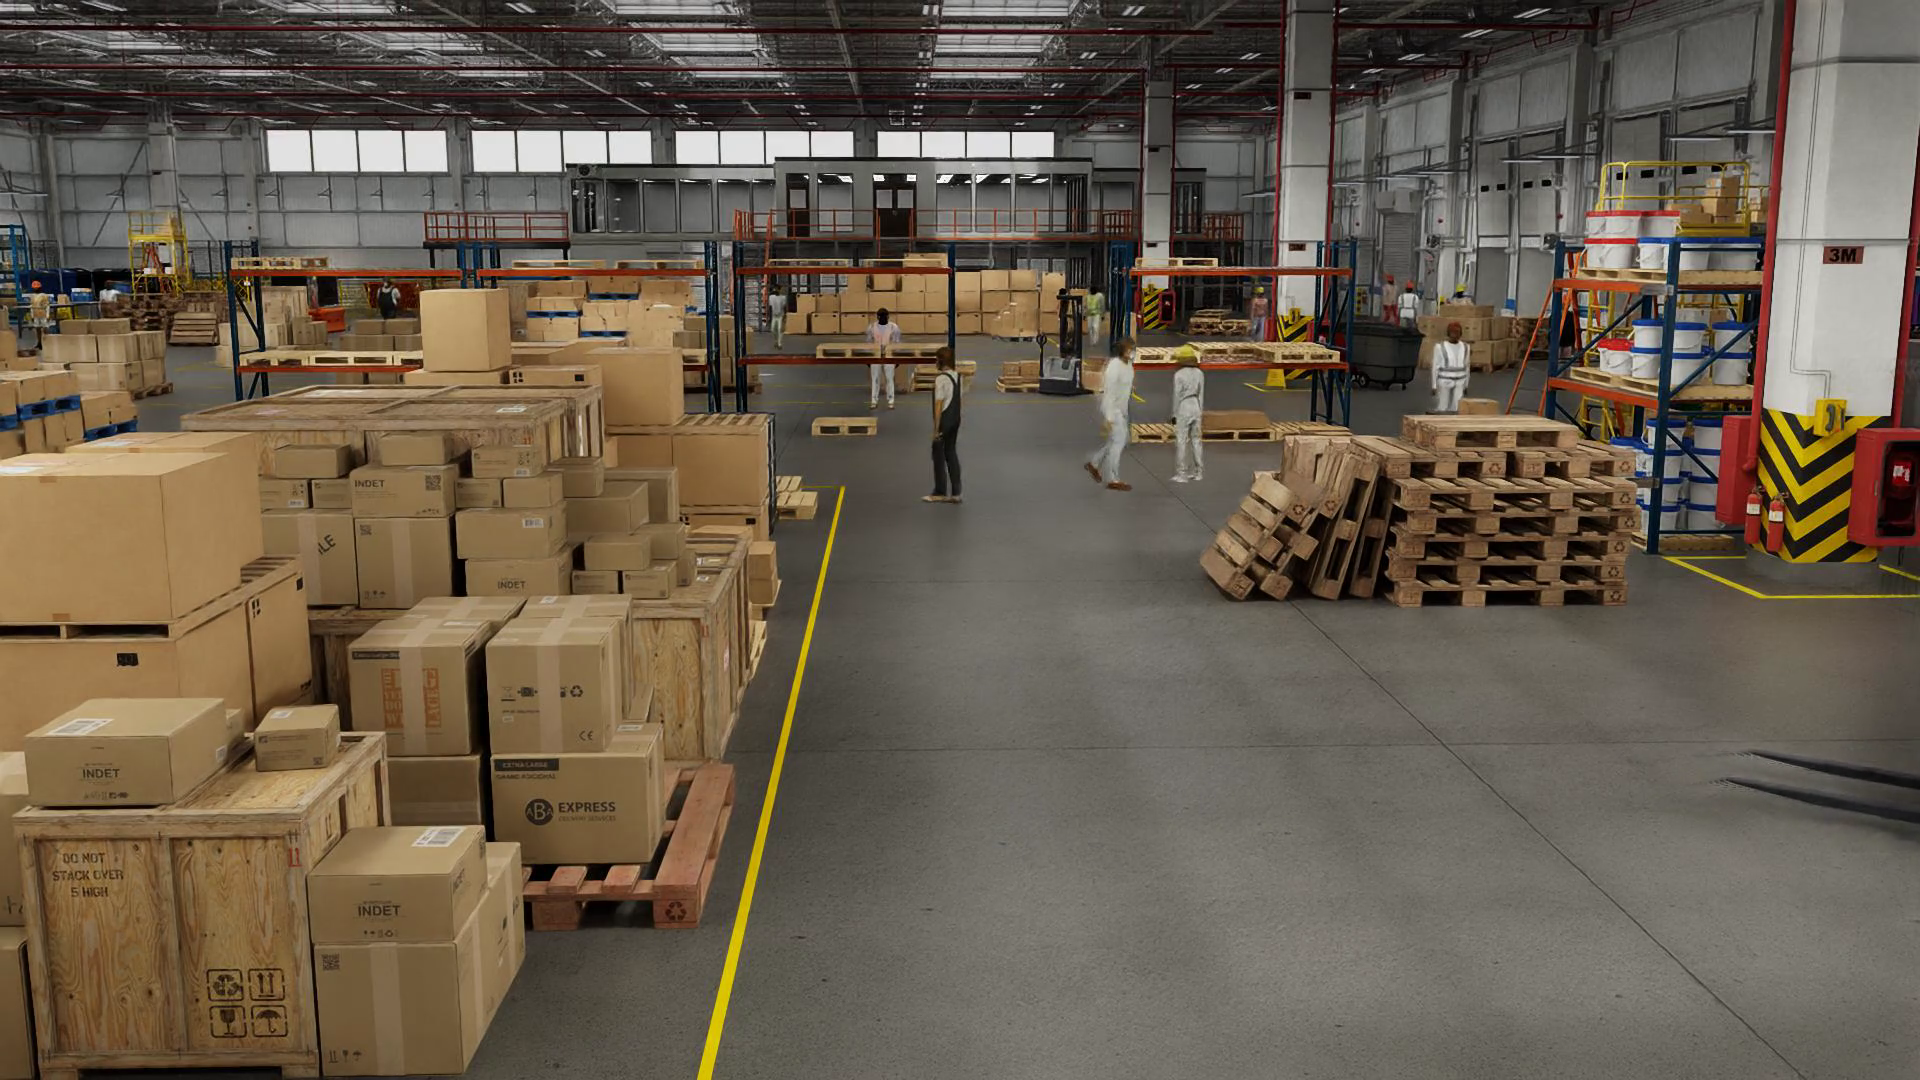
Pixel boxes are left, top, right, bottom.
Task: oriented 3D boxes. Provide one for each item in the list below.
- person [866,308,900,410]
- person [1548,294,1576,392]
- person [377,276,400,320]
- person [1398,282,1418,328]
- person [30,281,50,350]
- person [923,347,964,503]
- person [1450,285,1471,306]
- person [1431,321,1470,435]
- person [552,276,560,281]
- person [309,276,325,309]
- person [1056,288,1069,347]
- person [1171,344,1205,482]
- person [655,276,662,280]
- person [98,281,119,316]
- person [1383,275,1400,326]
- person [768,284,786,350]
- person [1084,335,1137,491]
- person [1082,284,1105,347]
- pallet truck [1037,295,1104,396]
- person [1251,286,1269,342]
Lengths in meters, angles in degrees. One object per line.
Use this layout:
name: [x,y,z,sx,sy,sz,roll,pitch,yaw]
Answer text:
person: [-1.400,-3.281,30.155,0.625,1.843,0.429,1,10,4]
person: [12.153,-3.959,33.560,0.618,1.982,0.405,-3,11,-15]
person: [-17.619,-7.184,51.339,0.687,2.000,0.865,2,10,10]
person: [12.747,-6.385,47.348,0.549,1.893,1.027,2,10,12]
person: [-25.821,-6.295,46.672,0.544,1.939,0.372,1,10,8]
person: [-0.163,-1.319,19.257,0.509,1.834,0.541,7,12,32]
person: [13.471,-5.925,44.758,0.595,1.893,0.941,6,12,29]
person: [7.300,-2.339,24.859,0.577,1.866,0.663,-2,10,-11]
person: [-14.503,-8.678,59.993,0.614,1.924,0.385,7,12,32]
person: [-24.145,-9.030,62.434,0.560,1.739,0.700,-4,11,-21]
person: [2.960,-6.407,47.971,0.318,1.697,0.535,4,11,21]
person: [2.873,-1.605,21.097,0.492,1.740,0.324,-7,13,-36]
person: [-9.960,-7.761,54.919,0.661,1.910,0.527,5,11,24]
person: [-26.262,-7.074,51.322,0.583,1.828,0.996,0,10,0]
person: [14.511,-7.953,55.924,0.701,1.945,0.835,-3,11,-16]
person: [-5.155,-6.273,46.795,0.566,1.853,0.441,1,10,6]
person: [1.855,-1.557,20.380,0.650,1.914,0.645,5,11,25]
person: [3.833,-6.472,48.000,0.619,1.824,0.652,7,12,32]
pallet truck: [2.483,-3.881,33.060,1.885,1.965,0.823,-7,13,-36]
person: [8.682,-6.483,48.250,0.531,1.748,0.715,0,10,-2]
